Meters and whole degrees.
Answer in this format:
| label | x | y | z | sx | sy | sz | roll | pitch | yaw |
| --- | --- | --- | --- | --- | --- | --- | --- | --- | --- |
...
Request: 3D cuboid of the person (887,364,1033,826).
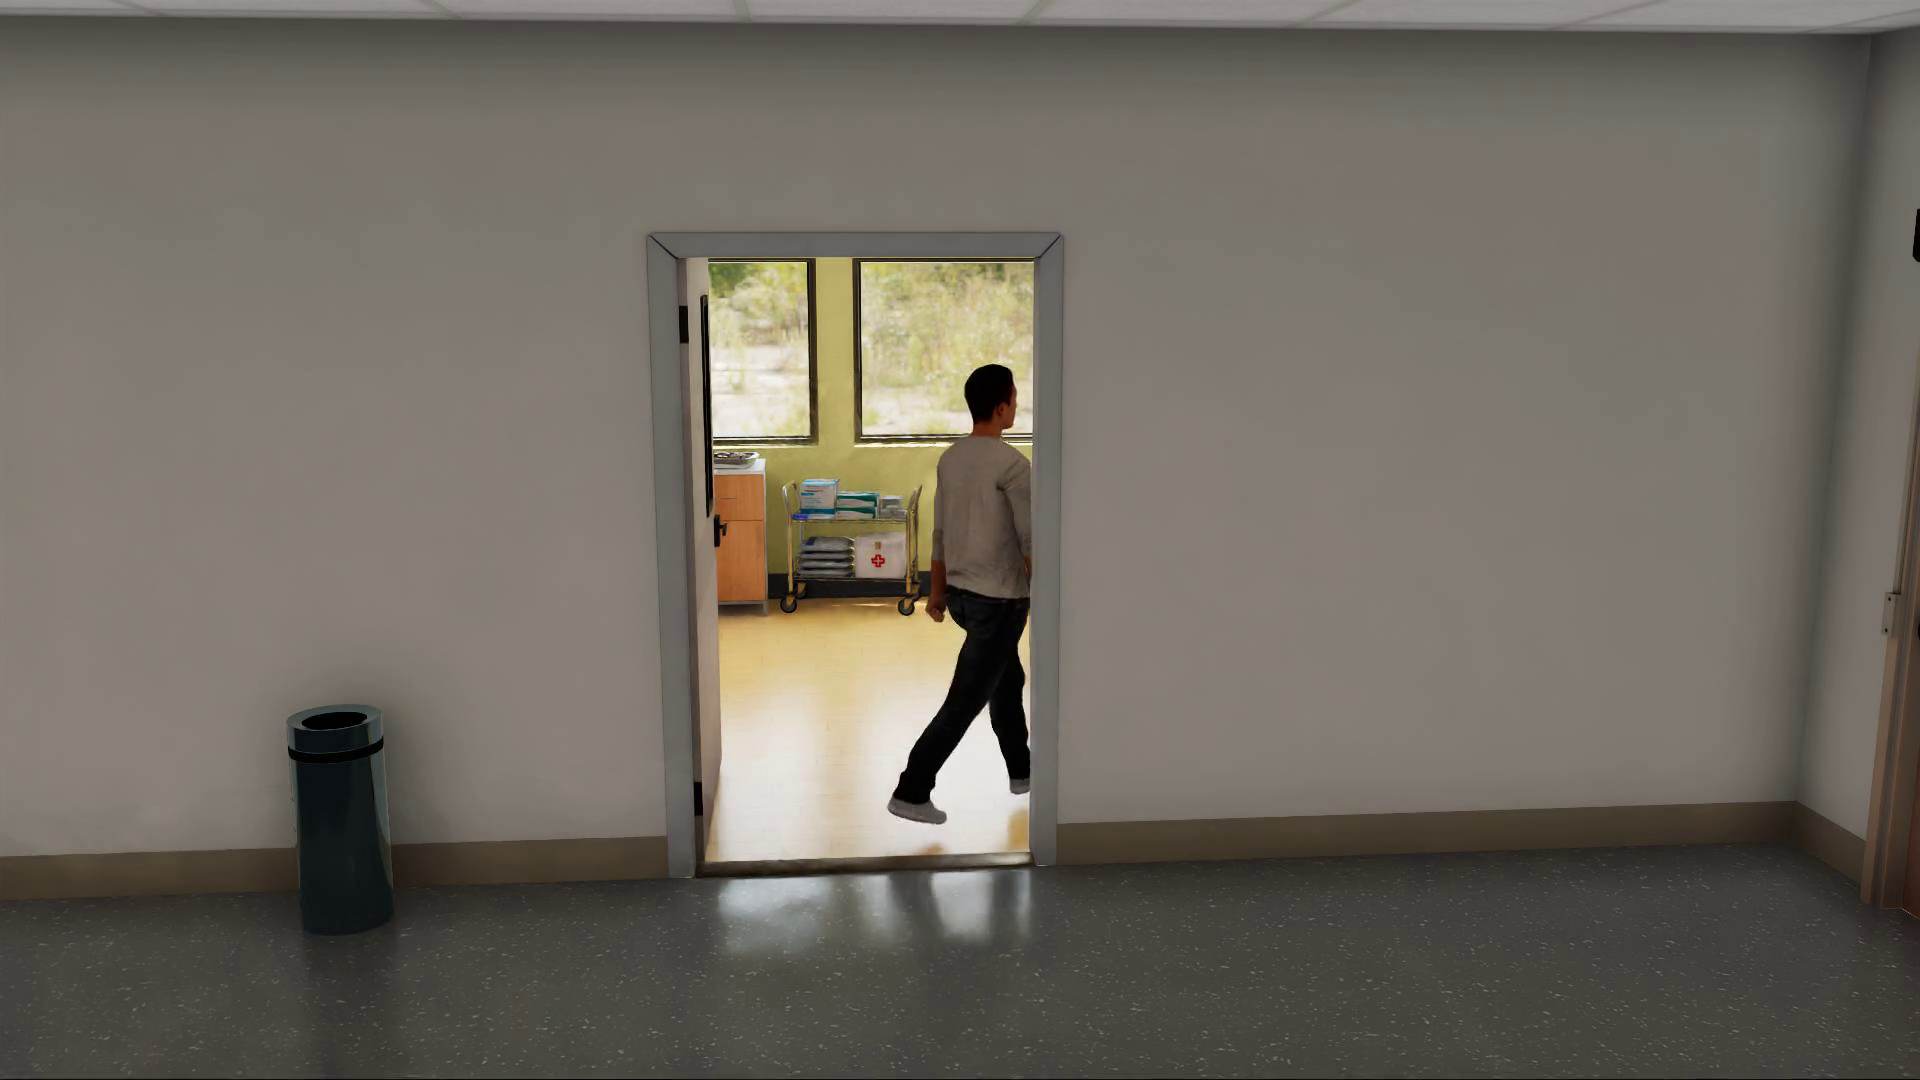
| label | x | y | z | sx | sy | sz | roll | pitch | yaw |
| --- | --- | --- | --- | --- | --- | --- | --- | --- | --- |
| person | 0.031 | 0.257 | 6.403 | 1.249 | 1.767 | 1.029 | -8 | 14 | -37 |
